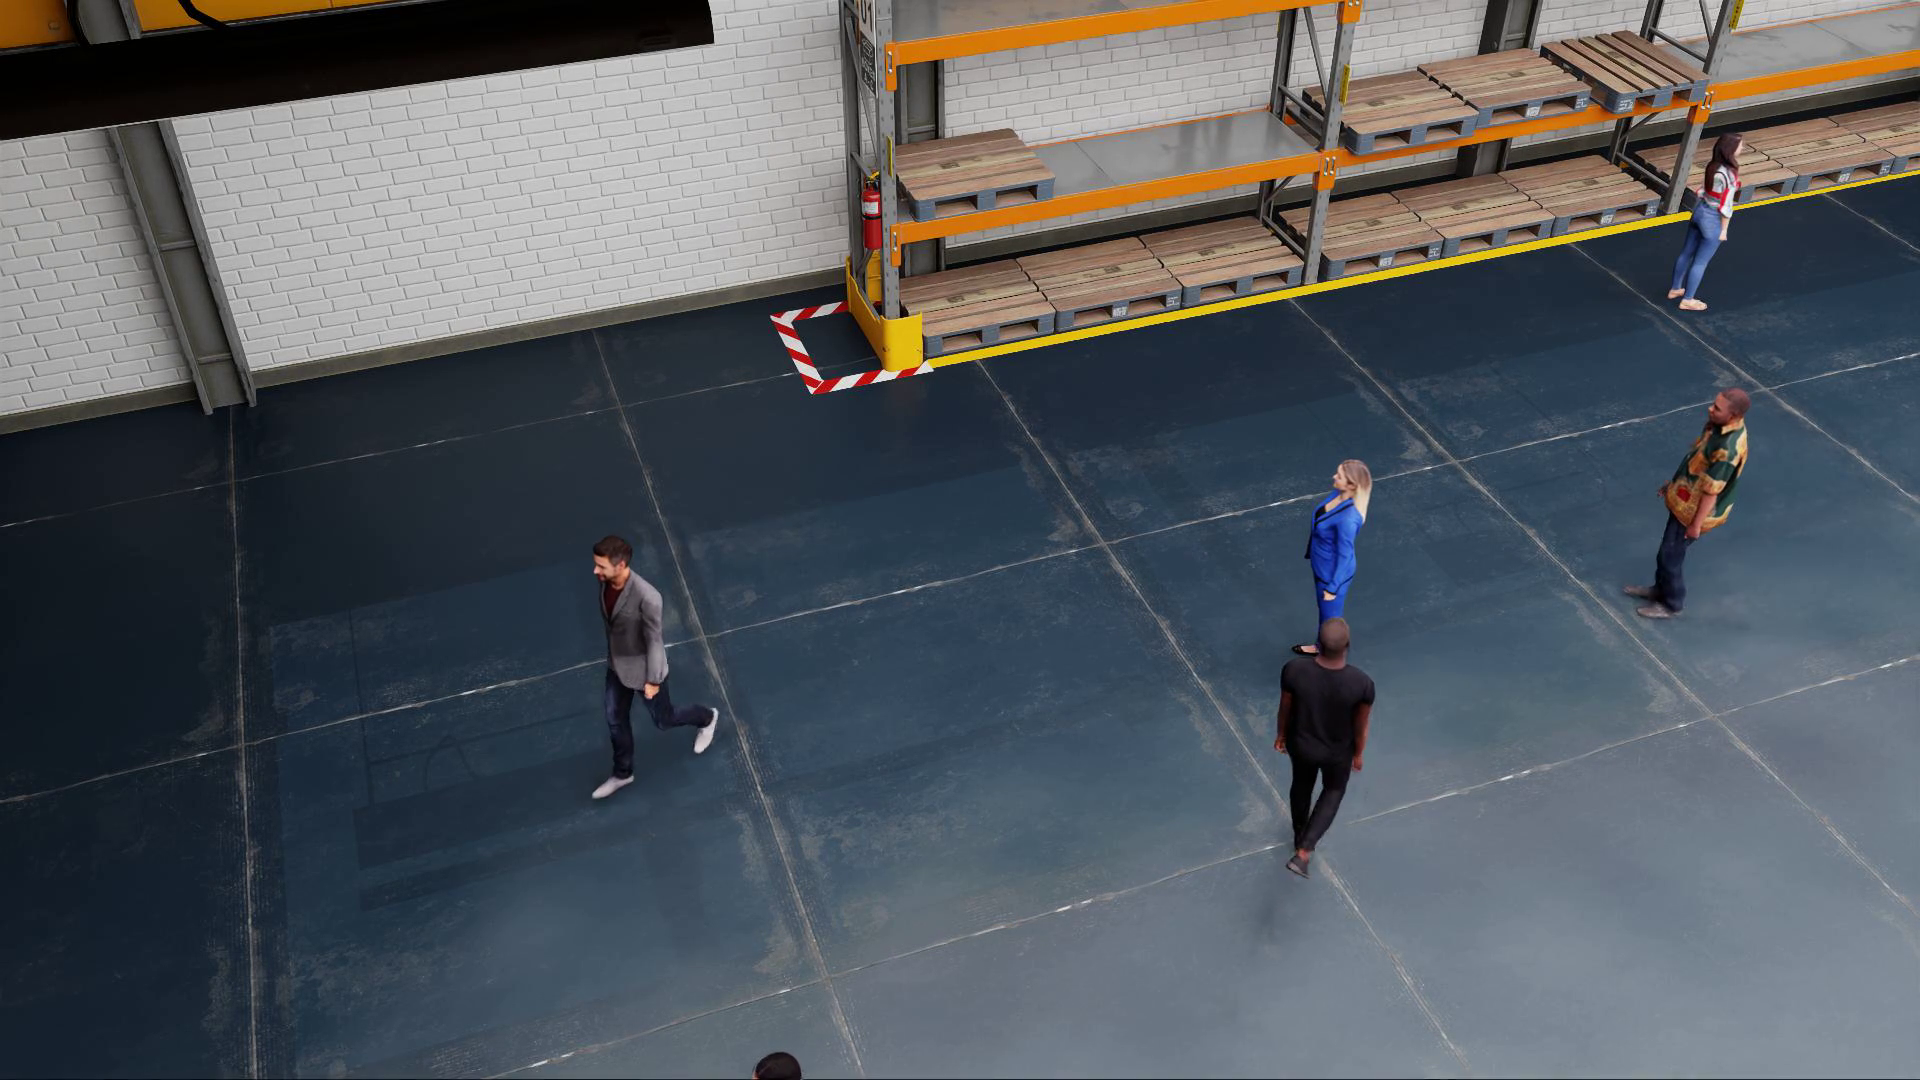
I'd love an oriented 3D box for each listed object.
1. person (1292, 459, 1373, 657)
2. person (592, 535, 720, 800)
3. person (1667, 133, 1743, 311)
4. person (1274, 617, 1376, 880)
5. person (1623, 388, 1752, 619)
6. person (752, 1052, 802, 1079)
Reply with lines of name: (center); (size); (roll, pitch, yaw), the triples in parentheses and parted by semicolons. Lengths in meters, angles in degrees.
person: (2.398, 0.191, 10.641); (0.693, 1.701, 0.707); (3, 39, 3)
person: (-1.857, 0.708, 9.876); (1.080, 1.846, 1.251); (26, 45, 29)
person: (6.489, -2.776, 14.426); (0.565, 1.614, 0.622); (-6, 39, -8)
person: (1.994, 1.202, 9.289); (0.991, 1.808, 1.047); (16, 41, 19)
person: (4.975, -0.245, 11.105); (0.918, 1.802, 0.865); (12, 40, 15)
person: (-0.748, 2.811, 7.275); (0.517, 1.806, 0.602); (-13, 41, -16)
